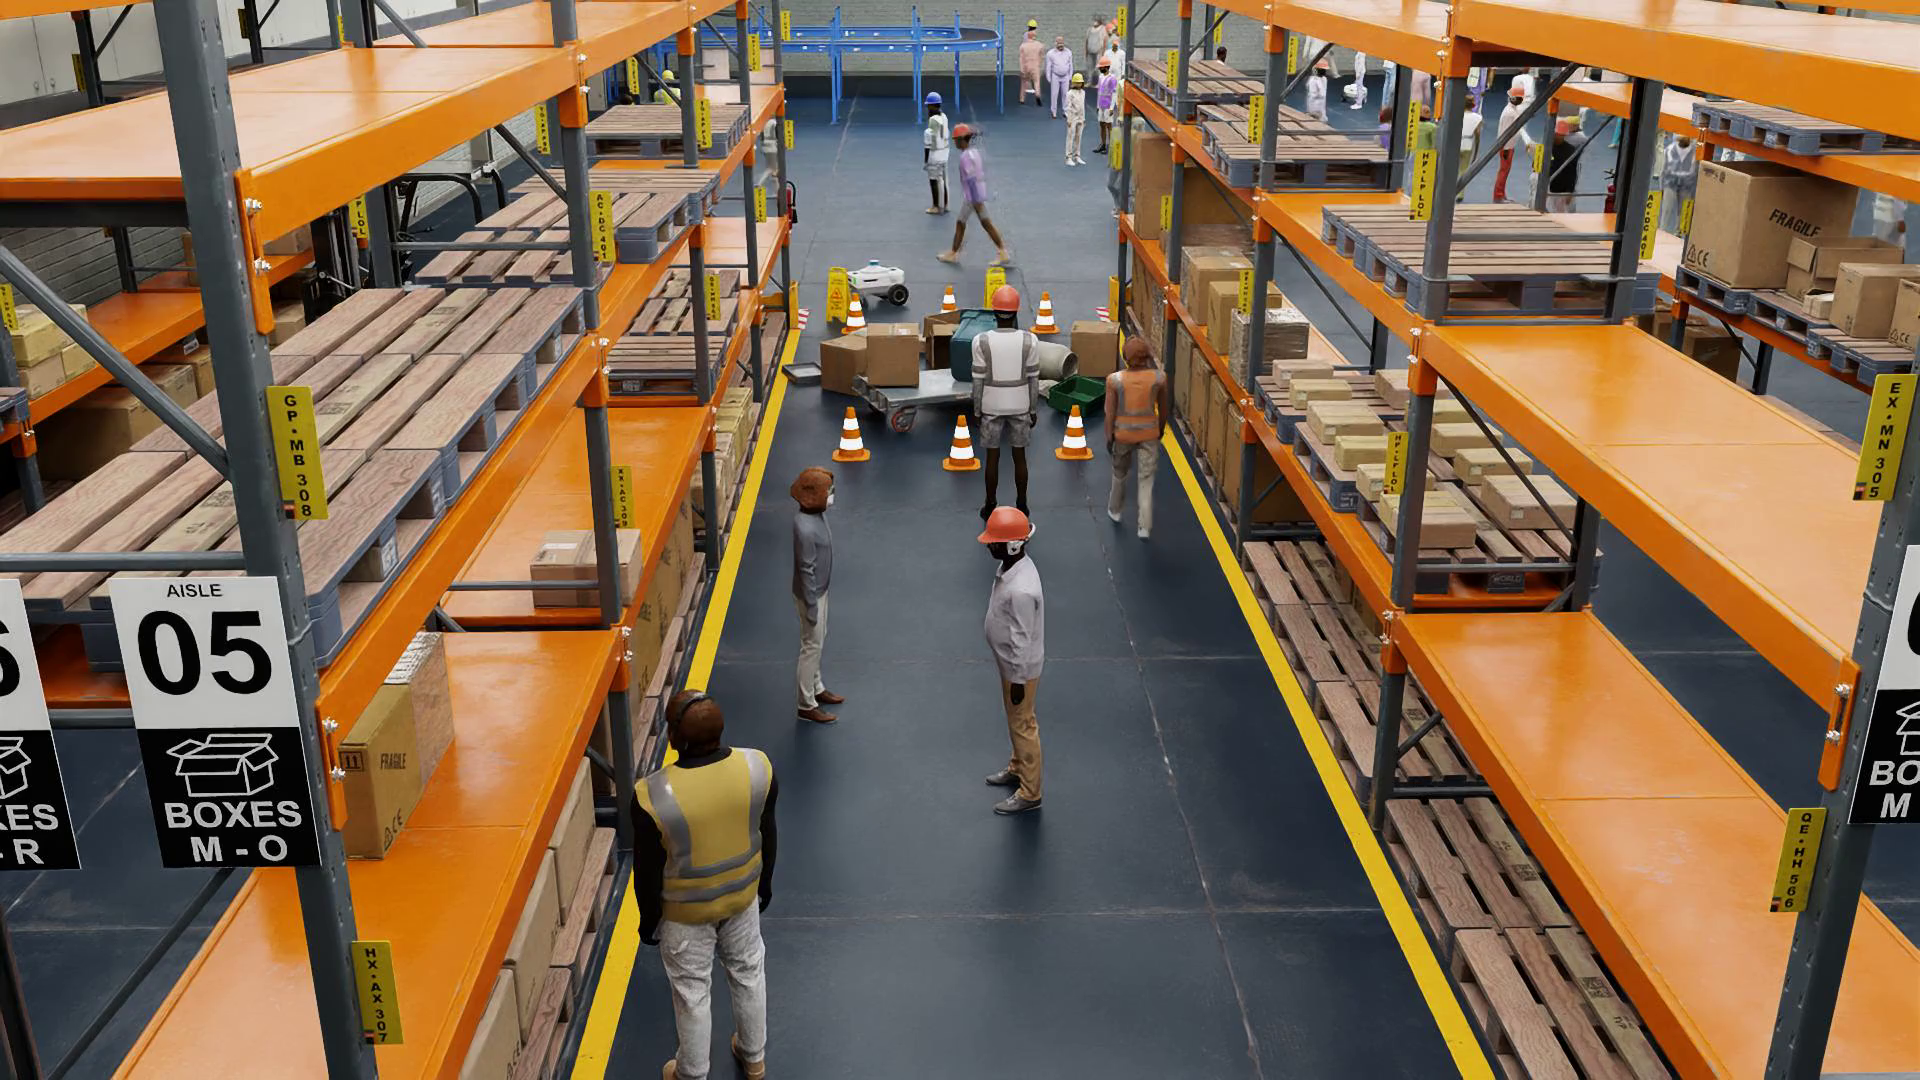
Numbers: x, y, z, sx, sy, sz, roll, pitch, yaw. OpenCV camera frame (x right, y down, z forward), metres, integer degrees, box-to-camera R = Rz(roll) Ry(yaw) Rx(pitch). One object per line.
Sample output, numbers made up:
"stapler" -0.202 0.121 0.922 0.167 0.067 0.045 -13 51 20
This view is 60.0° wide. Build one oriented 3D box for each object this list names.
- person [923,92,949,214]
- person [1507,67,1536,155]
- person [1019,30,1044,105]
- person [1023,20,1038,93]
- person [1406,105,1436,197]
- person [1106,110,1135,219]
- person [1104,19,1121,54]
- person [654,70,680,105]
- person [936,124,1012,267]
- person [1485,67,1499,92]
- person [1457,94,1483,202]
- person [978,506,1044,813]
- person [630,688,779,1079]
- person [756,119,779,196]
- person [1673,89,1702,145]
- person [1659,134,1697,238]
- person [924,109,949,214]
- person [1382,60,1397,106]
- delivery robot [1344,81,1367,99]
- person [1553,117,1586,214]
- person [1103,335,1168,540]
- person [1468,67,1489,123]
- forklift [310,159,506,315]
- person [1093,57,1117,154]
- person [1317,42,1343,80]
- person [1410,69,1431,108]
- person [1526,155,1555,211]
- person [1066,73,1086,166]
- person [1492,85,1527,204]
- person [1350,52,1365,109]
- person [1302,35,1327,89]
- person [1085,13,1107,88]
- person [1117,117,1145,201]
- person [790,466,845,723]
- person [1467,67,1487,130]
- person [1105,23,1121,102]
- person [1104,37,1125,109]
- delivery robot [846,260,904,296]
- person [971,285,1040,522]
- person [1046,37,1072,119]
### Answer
"person" -0.389 -6.344 27.281 0.438 1.937 0.602 5 21 14
"person" 11.477 -8.783 33.833 0.626 1.854 0.831 -12 24 -28
"person" 1.809 -12.065 42.510 0.635 1.851 0.868 -2 21 -6
"person" 1.936 -13.230 45.496 0.394 1.919 0.580 -12 24 -30
"person" 7.777 -6.506 28.117 0.501 1.631 0.285 12 24 28
"person" 2.585 -6.034 26.703 0.557 1.741 0.376 16 26 36
"person" 4.129 -12.990 44.751 0.623 1.992 0.392 -19 28 -41
"person" -5.406 -7.785 31.101 0.584 1.918 0.381 -7 22 -19
"person" 0.227 -4.777 23.122 1.132 1.957 0.616 8 22 21
"person" 14.611 -13.248 45.529 0.373 1.928 0.543 -6 21 -14
"person" 8.475 -6.600 28.107 0.593 1.821 0.756 6 22 15
"person" 0.273 0.640 9.081 0.358 1.743 0.562 -2 21 -6
"person" -1.040 1.450 6.796 0.625 1.847 0.429 -13 24 -31
"person" -3.245 -6.676 28.566 0.460 1.625 0.533 -18 27 -39
"person" 12.422 -6.792 28.478 0.597 1.916 0.372 -10 23 -25
"person" 10.589 -5.211 24.486 0.588 1.783 0.934 10 23 24
"person" -0.382 -6.182 27.187 0.335 1.687 0.540 16 26 35
"person" 10.933 -11.937 42.091 0.397 1.911 0.587 -8 22 -20
"delivery robot" 10.228 -11.611 42.979 0.477 0.478 0.707 -5 21 -13
"person" 9.555 -5.823 26.175 0.481 1.734 0.327 -2 21 -6
"person" 1.383 -0.828 13.151 0.515 1.606 0.742 0 21 0
"person" 12.139 -10.702 38.873 0.514 1.876 0.328 -3 21 -7
"forklift" -5.622 -2.910 17.832 2.313 2.155 1.214 -1 21 -1
"person" 2.949 -8.850 33.892 0.370 1.933 0.550 -11 23 -27
"person" 10.832 -14.358 48.936 0.904 1.582 0.501 14 25 33
"person" 9.409 -9.034 34.410 0.638 1.915 0.614 14 25 32
"person" 7.767 -4.395 22.384 0.295 1.744 0.484 14 25 32
"person" 2.278 -8.205 32.455 0.295 1.743 0.493 19 28 41
"person" 9.245 -6.640 27.996 0.410 1.980 0.625 9 22 22
"person" 10.006 -11.719 41.708 0.307 1.772 0.526 4 21 10
"person" 9.734 -13.377 45.910 0.643 1.894 0.896 -8 22 -21
"person" 3.798 -13.722 46.625 0.690 2.000 0.535 15 25 35
"person" 2.900 -6.671 28.417 0.489 1.732 0.325 1 21 4
"person" -0.874 0.324 10.079 0.288 1.623 0.507 1 21 2
"person" 11.693 -10.246 37.630 0.413 1.907 0.592 -6 21 -14
"person" 4.011 -12.421 43.287 0.543 1.966 0.688 11 23 27
"person" 3.861 -11.706 41.689 0.566 1.755 0.321 5 21 13
"delivery robot" -1.077 -3.286 20.975 0.707 0.478 0.477 -9 23 -22
"person" 0.359 -1.079 13.348 0.545 1.938 0.360 -2 21 -4
"person" 2.380 -11.049 39.770 0.647 1.895 0.403 -5 21 -14
